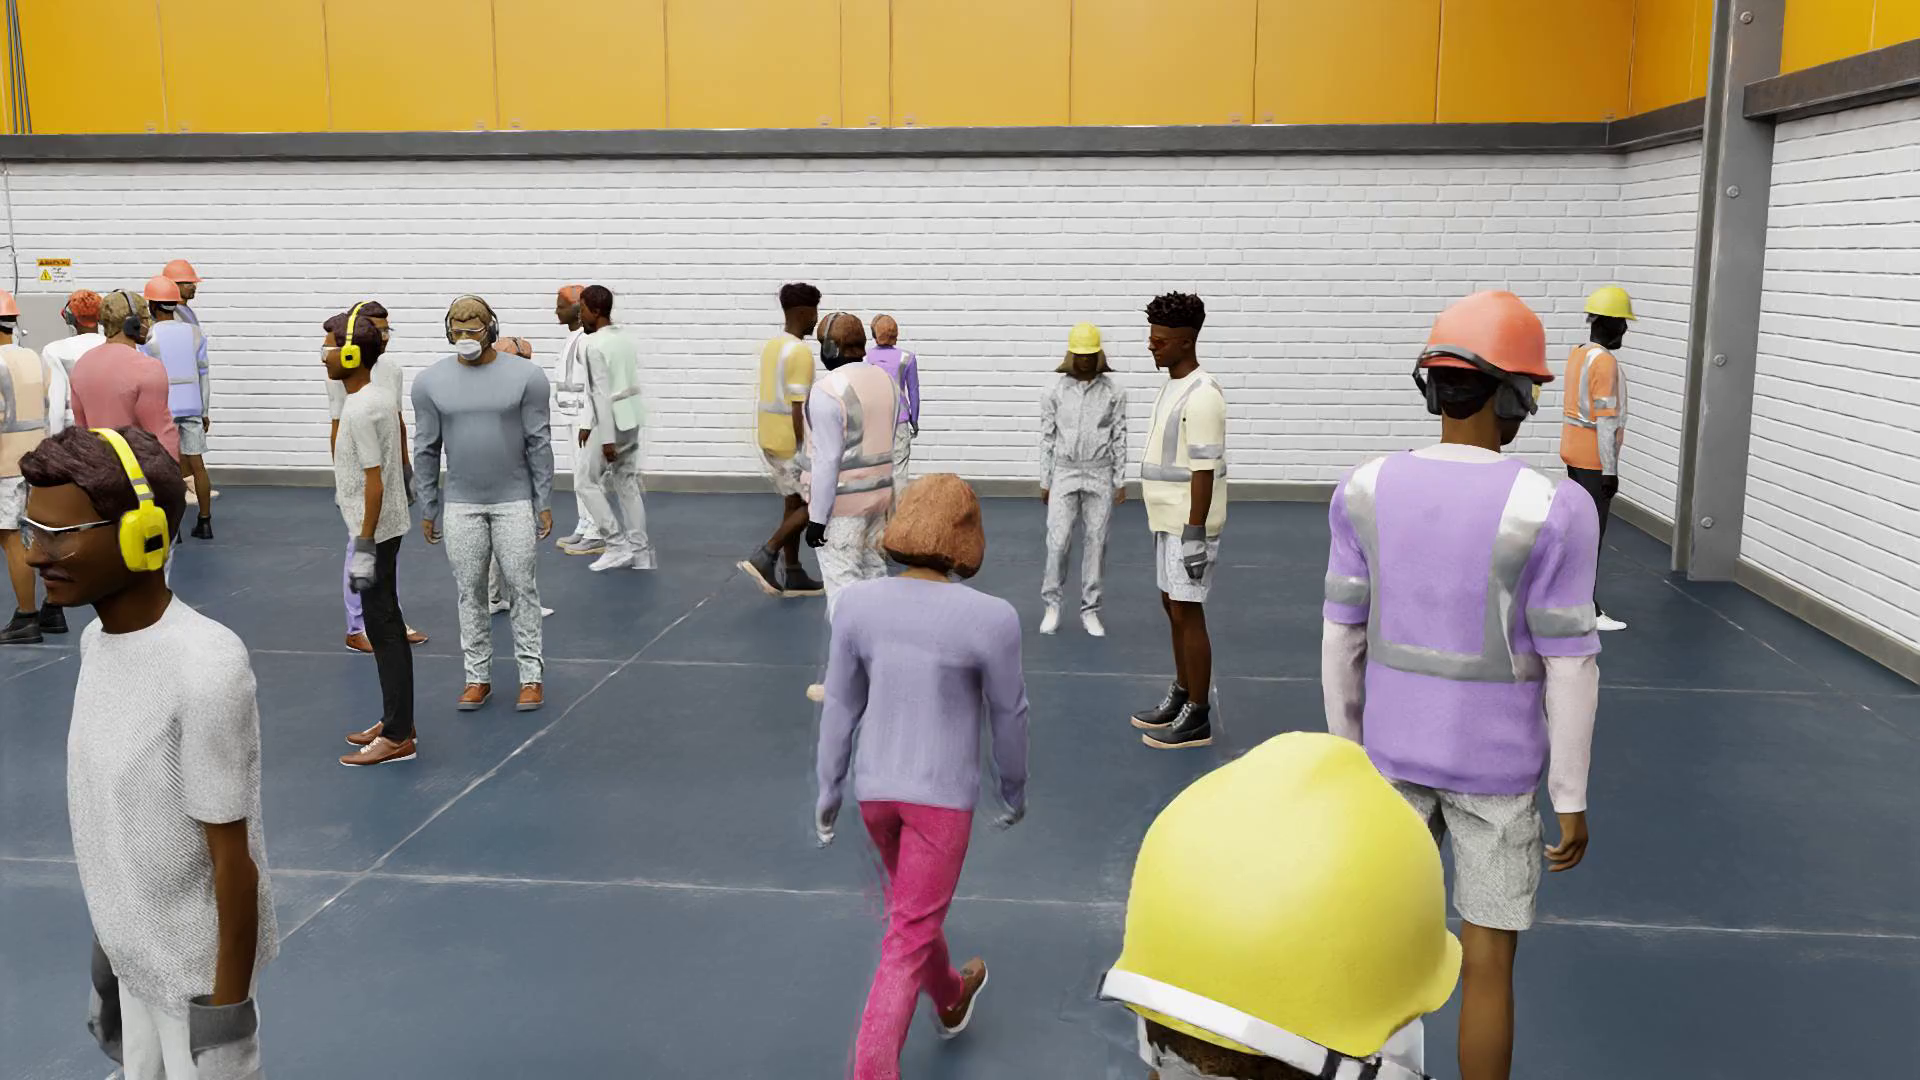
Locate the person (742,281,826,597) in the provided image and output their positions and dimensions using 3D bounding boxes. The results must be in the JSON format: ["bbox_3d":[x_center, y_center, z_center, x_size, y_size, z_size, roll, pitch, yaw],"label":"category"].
[{"bbox_3d":[-1.031,-0.591,10.067,0.481,1.938,0.659,-5,11,-27],"label":"person"}]

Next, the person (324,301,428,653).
[{"bbox_3d":[-3.108,-0.331,8.830,0.327,1.862,0.511,5,11,28],"label":"person"}]

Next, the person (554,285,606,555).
[{"bbox_3d":[-2.672,-0.843,11.686,0.345,1.883,0.584,-4,11,-22],"label":"person"}]

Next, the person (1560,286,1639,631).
[{"bbox_3d":[3.582,-0.460,9.378,0.366,1.925,0.587,0,10,2],"label":"person"}]

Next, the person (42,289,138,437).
[{"bbox_3d":[-5.382,-0.615,10.380,0.341,1.882,0.586,9,14,43],"label":"person"}]

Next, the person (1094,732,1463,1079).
[{"bbox_3d":[0.226,1.016,1.322,0.616,1.782,0.925,7,12,36],"label":"person"}]

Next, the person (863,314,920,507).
[{"bbox_3d":[-0.563,-0.891,12.643,0.522,1.645,0.306,0,10,0],"label":"person"}]

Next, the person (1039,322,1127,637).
[{"bbox_3d":[0.680,-0.325,9.169,0.487,1.736,0.320,-1,10,-4],"label":"person"}]

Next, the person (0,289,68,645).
[{"bbox_3d":[-5.151,-0.401,9.006,0.370,1.933,0.553,1,10,6],"label":"person"}]

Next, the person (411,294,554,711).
[{"bbox_3d":[-2.191,-0.162,7.682,0.632,1.928,0.392,-1,10,-6],"label":"person"}]

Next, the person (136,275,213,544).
[{"bbox_3d":[-5.718,-0.940,12.079,0.348,1.943,0.542,8,13,38],"label":"person"}]

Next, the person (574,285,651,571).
[{"bbox_3d":[-2.309,-0.724,10.977,0.515,1.901,0.585,3,10,14],"label":"person"}]

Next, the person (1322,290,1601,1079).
[{"bbox_3d":[1.111,0.474,3.699,0.615,2.038,0.395,9,13,41],"label":"person"}]

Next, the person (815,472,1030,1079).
[{"bbox_3d":[-0.066,0.627,4.118,0.503,1.587,0.888,6,11,30],"label":"person"}]

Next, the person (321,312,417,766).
[{"bbox_3d":[-2.455,0.000,6.897,0.331,1.874,0.519,-2,10,-11],"label":"person"}]

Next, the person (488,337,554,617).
[{"bbox_3d":[-2.593,-0.353,9.617,0.513,1.630,0.318,6,12,32],"label":"person"}]

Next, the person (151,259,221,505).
[{"bbox_3d":[-6.493,-1.320,13.960,0.381,2.045,0.605,-1,10,-4],"label":"person"}]

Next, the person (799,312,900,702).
[{"bbox_3d":[-0.536,-0.151,7.854,0.429,1.839,0.634,6,11,29],"label":"person"}]

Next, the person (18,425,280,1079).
[{"bbox_3d":[-1.293,0.736,2.727,0.511,1.862,0.324,9,13,42],"label":"person"}]

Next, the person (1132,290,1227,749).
[{"bbox_3d":[0.951,-0.086,7.150,0.374,1.958,0.605,-1,10,-6],"label":"person"}]

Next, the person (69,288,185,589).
[{"bbox_3d":[-4.057,-0.259,8.186,0.630,1.940,0.370,5,11,26],"label":"person"}]
